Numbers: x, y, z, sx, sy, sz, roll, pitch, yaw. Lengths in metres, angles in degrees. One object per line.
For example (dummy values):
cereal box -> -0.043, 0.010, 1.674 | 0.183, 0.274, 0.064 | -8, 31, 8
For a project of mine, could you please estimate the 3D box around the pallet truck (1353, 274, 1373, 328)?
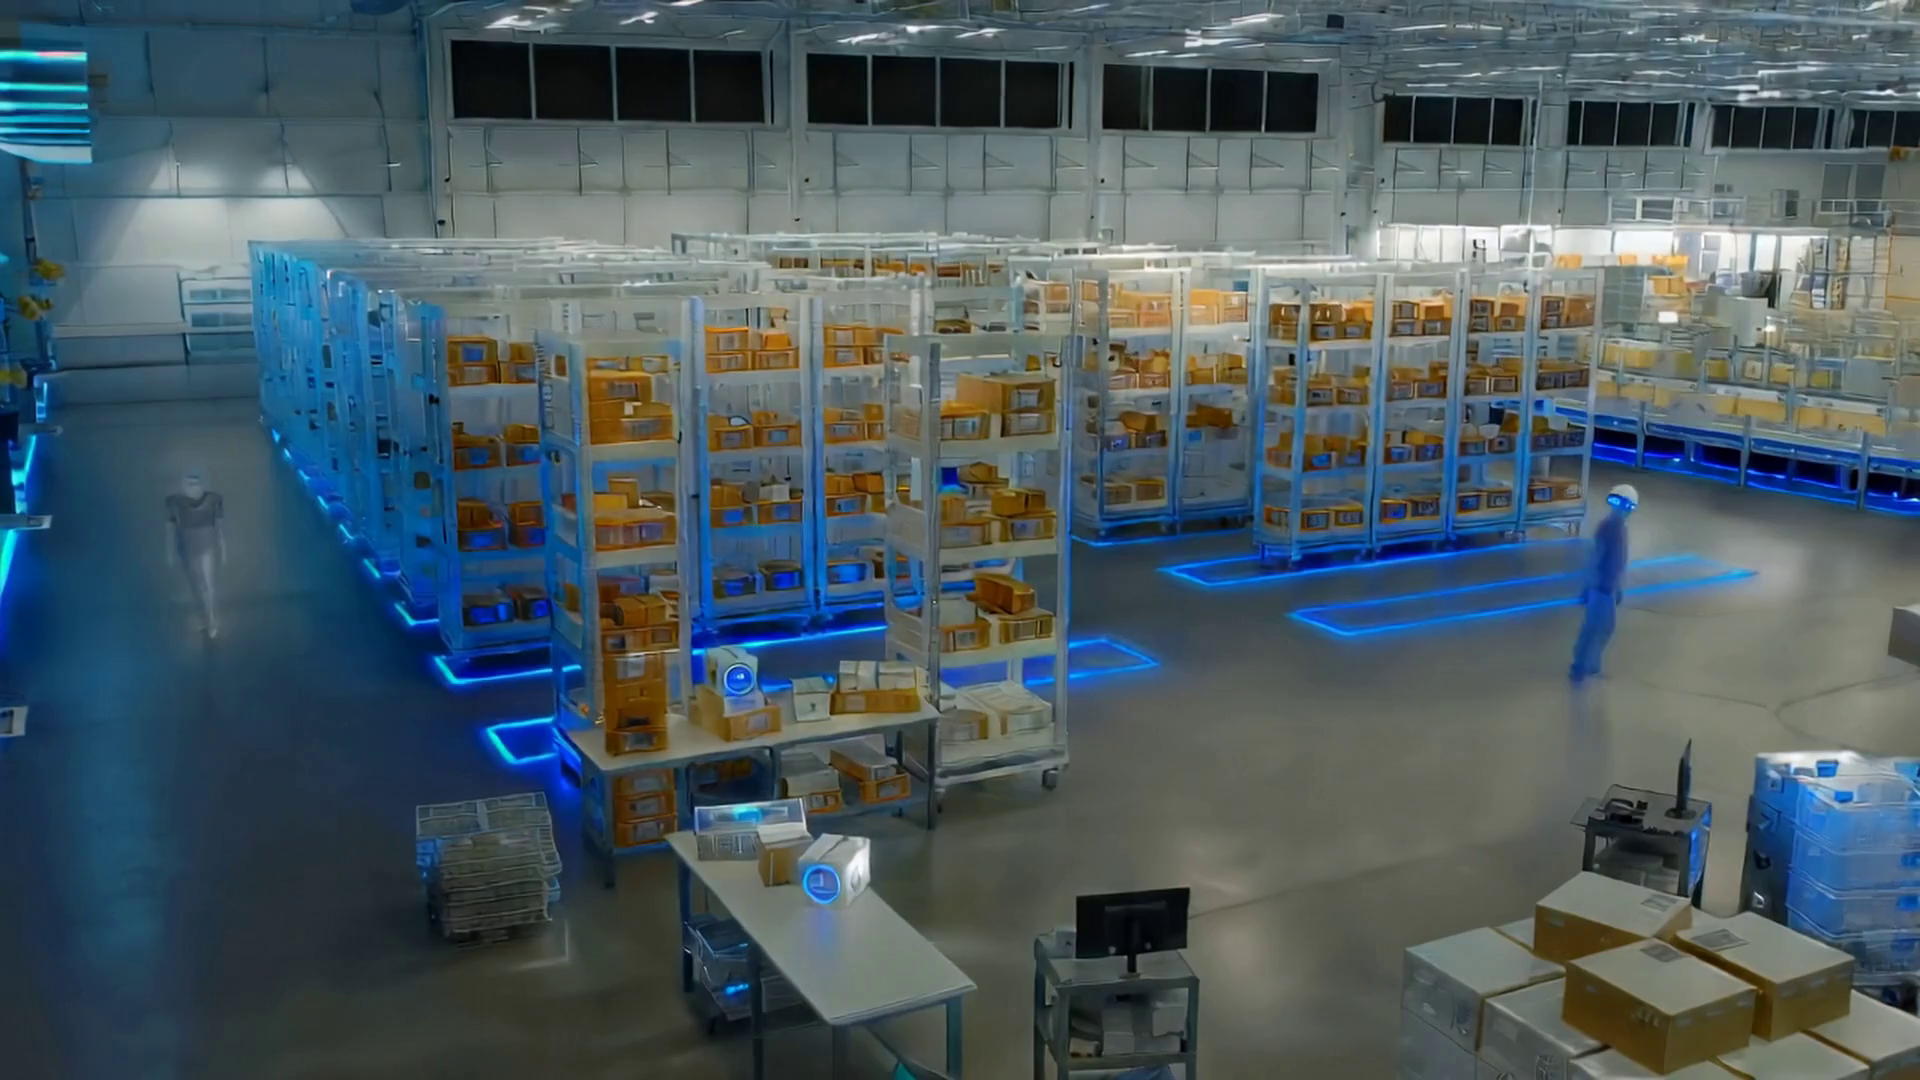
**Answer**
pallet truck -> 13.011, -8.050, 55.243 | 0.823, 1.965, 1.885 | -7, 14, -28

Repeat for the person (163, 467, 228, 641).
person -> -7.952, 0.154, 17.298 | 0.583, 1.812, 0.765 | -3, 12, -12

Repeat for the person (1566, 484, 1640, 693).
person -> 6.005, 0.462, 15.573 | 0.441, 1.946, 0.791 | 9, 15, 36

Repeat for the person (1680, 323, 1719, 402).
person -> 16.243, -3.899, 36.481 | 0.893, 1.720, 0.535 | 10, 15, 38
